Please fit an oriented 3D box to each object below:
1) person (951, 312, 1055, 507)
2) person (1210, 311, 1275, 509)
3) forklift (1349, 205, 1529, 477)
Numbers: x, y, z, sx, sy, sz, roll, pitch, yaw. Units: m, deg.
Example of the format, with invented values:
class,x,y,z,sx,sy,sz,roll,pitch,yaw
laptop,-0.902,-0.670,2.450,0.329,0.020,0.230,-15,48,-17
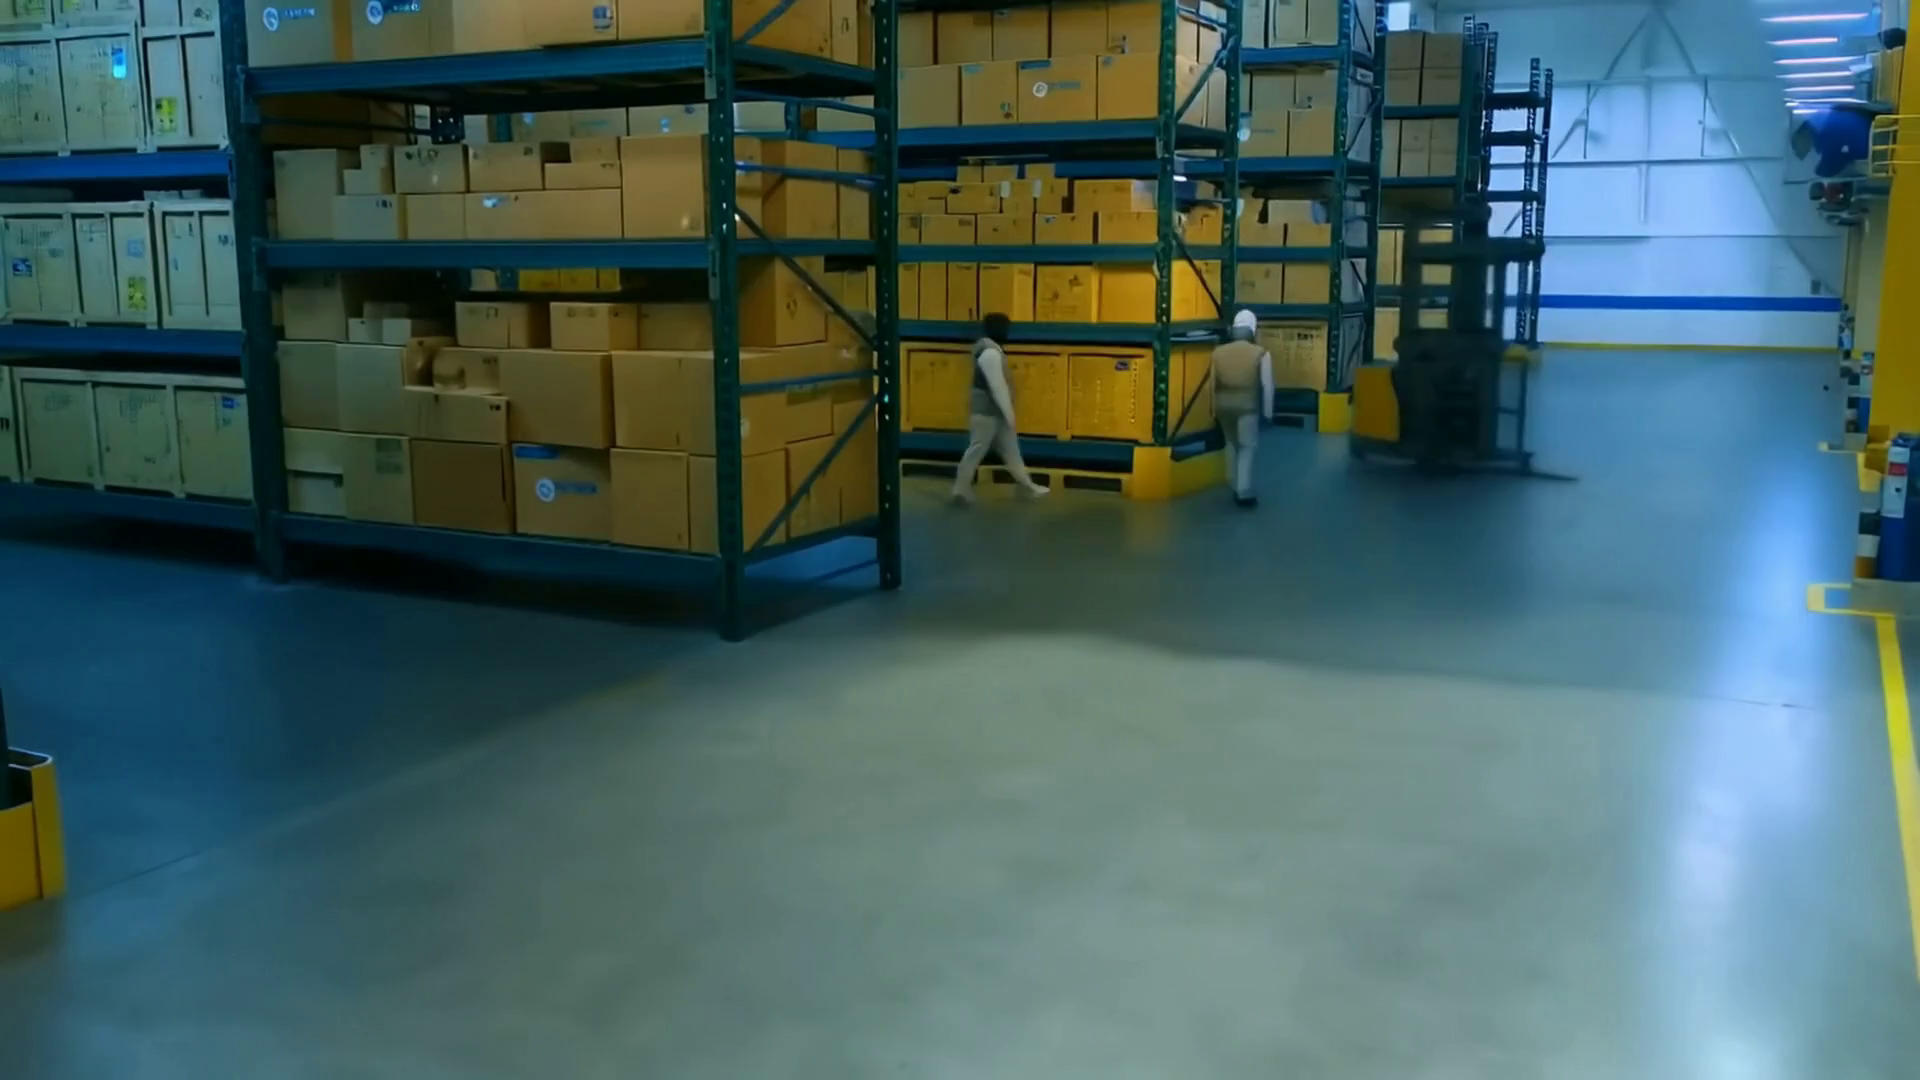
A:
class,x,y,z,sx,sy,sz,roll,pitch,yaw
person,0.364,-1.180,15.232,0.968,1.791,0.630,1,10,6
person,2.627,-1.205,15.373,0.642,1.790,0.747,7,12,33
forklift,5.148,-2.185,17.897,1.129,2.768,1.873,-3,10,-17
